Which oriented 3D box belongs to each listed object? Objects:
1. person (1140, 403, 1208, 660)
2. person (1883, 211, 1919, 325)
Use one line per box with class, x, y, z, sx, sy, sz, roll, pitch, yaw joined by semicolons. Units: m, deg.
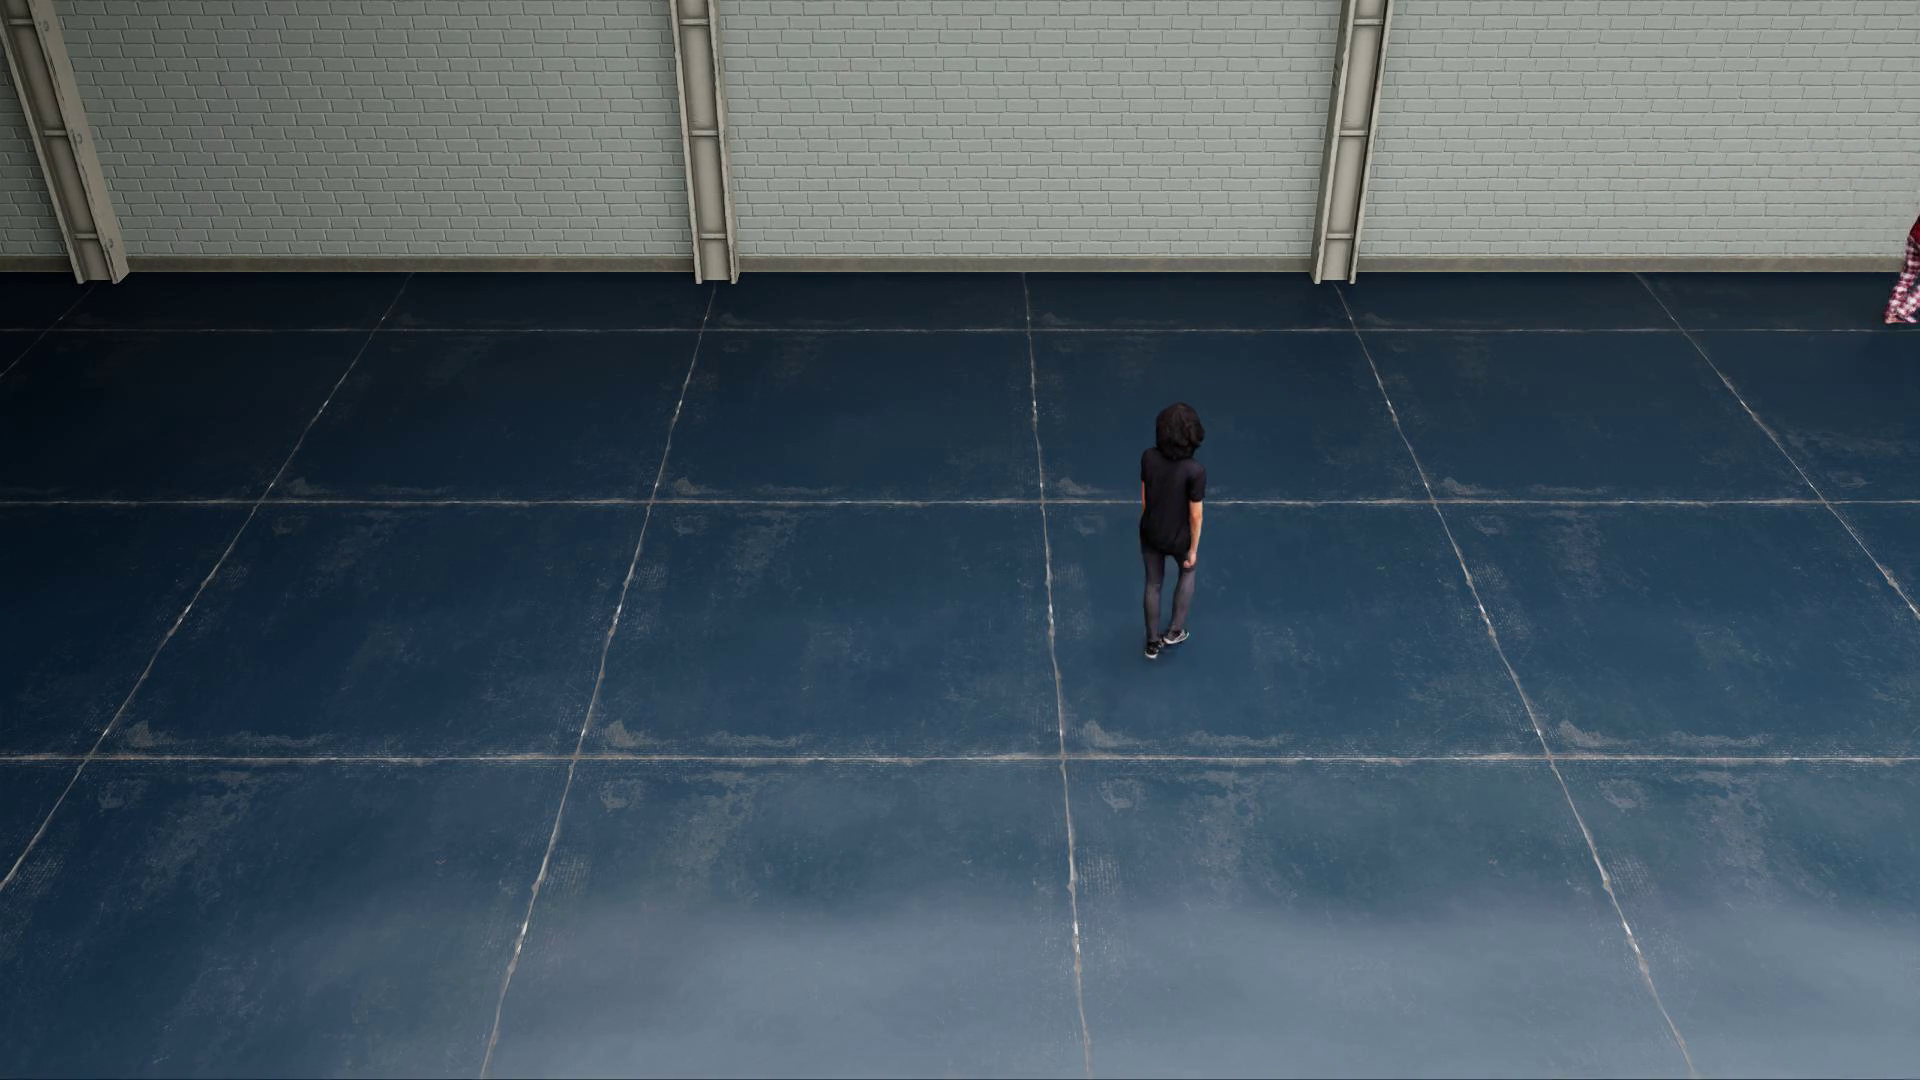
person;1.291;-0.008;10.631;0.726;1.821;0.814;15;36;22
person;8.606;-2.700;14.890;0.668;1.690;0.690;-5;33;-8
